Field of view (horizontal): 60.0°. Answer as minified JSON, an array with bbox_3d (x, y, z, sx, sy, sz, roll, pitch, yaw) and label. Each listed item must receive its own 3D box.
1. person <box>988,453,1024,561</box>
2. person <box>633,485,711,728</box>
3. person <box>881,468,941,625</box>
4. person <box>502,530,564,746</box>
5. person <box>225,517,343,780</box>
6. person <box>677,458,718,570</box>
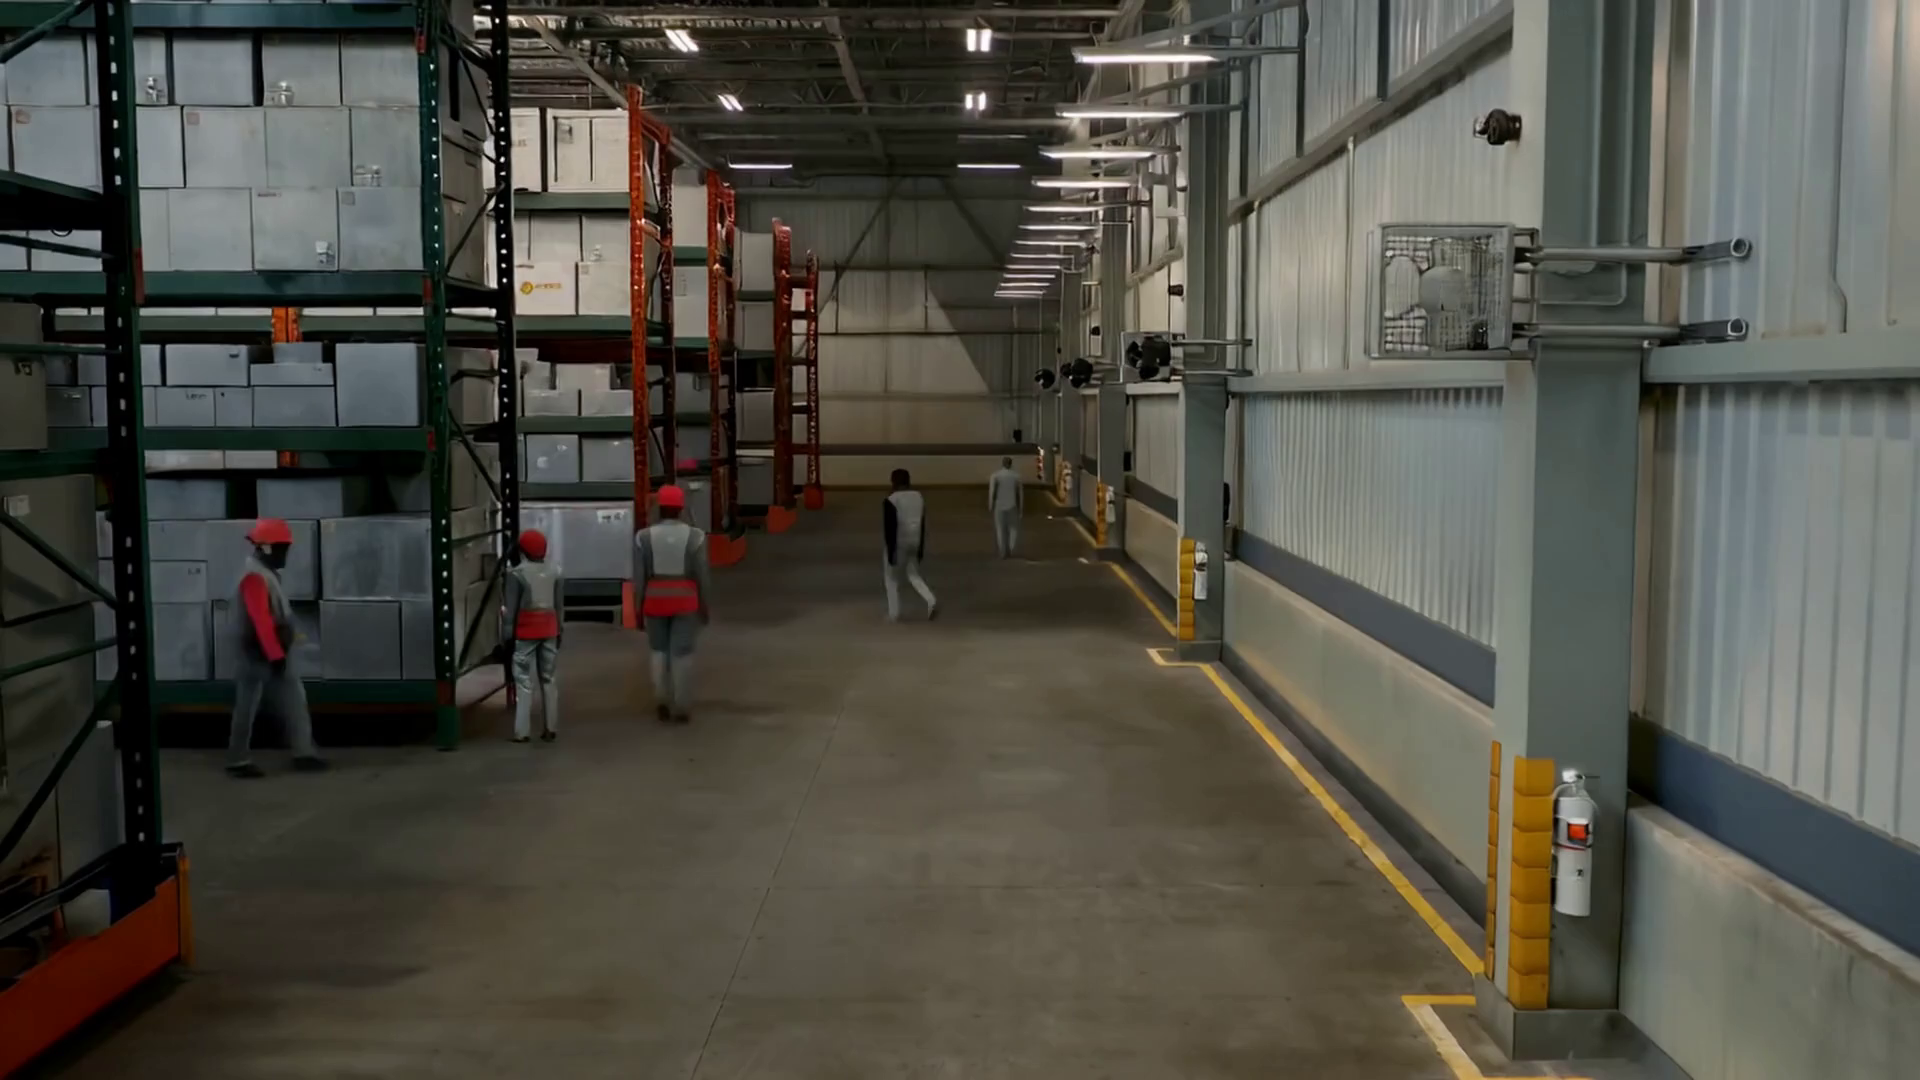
[{"bbox_3d":[0.738,-0.535,26.787,0.582,1.719,0.728,0,5,-1],"label":"person"},{"bbox_3d":[-2.292,0.528,13.256,0.600,1.929,0.515,0,5,0],"label":"person"},{"bbox_3d":[-0.582,0.089,19.055,0.633,1.822,0.685,-5,7,-45],"label":"person"},{"bbox_3d":[-3.210,0.734,12.555,0.316,1.630,0.529,4,6,41],"label":"person"},{"bbox_3d":[-4.669,0.750,11.430,0.831,1.799,0.615,-1,5,-7],"label":"person"},{"bbox_3d":[-4.004,-0.358,24.841,0.842,1.706,0.503,-1,5,-9],"label":"person"}]
